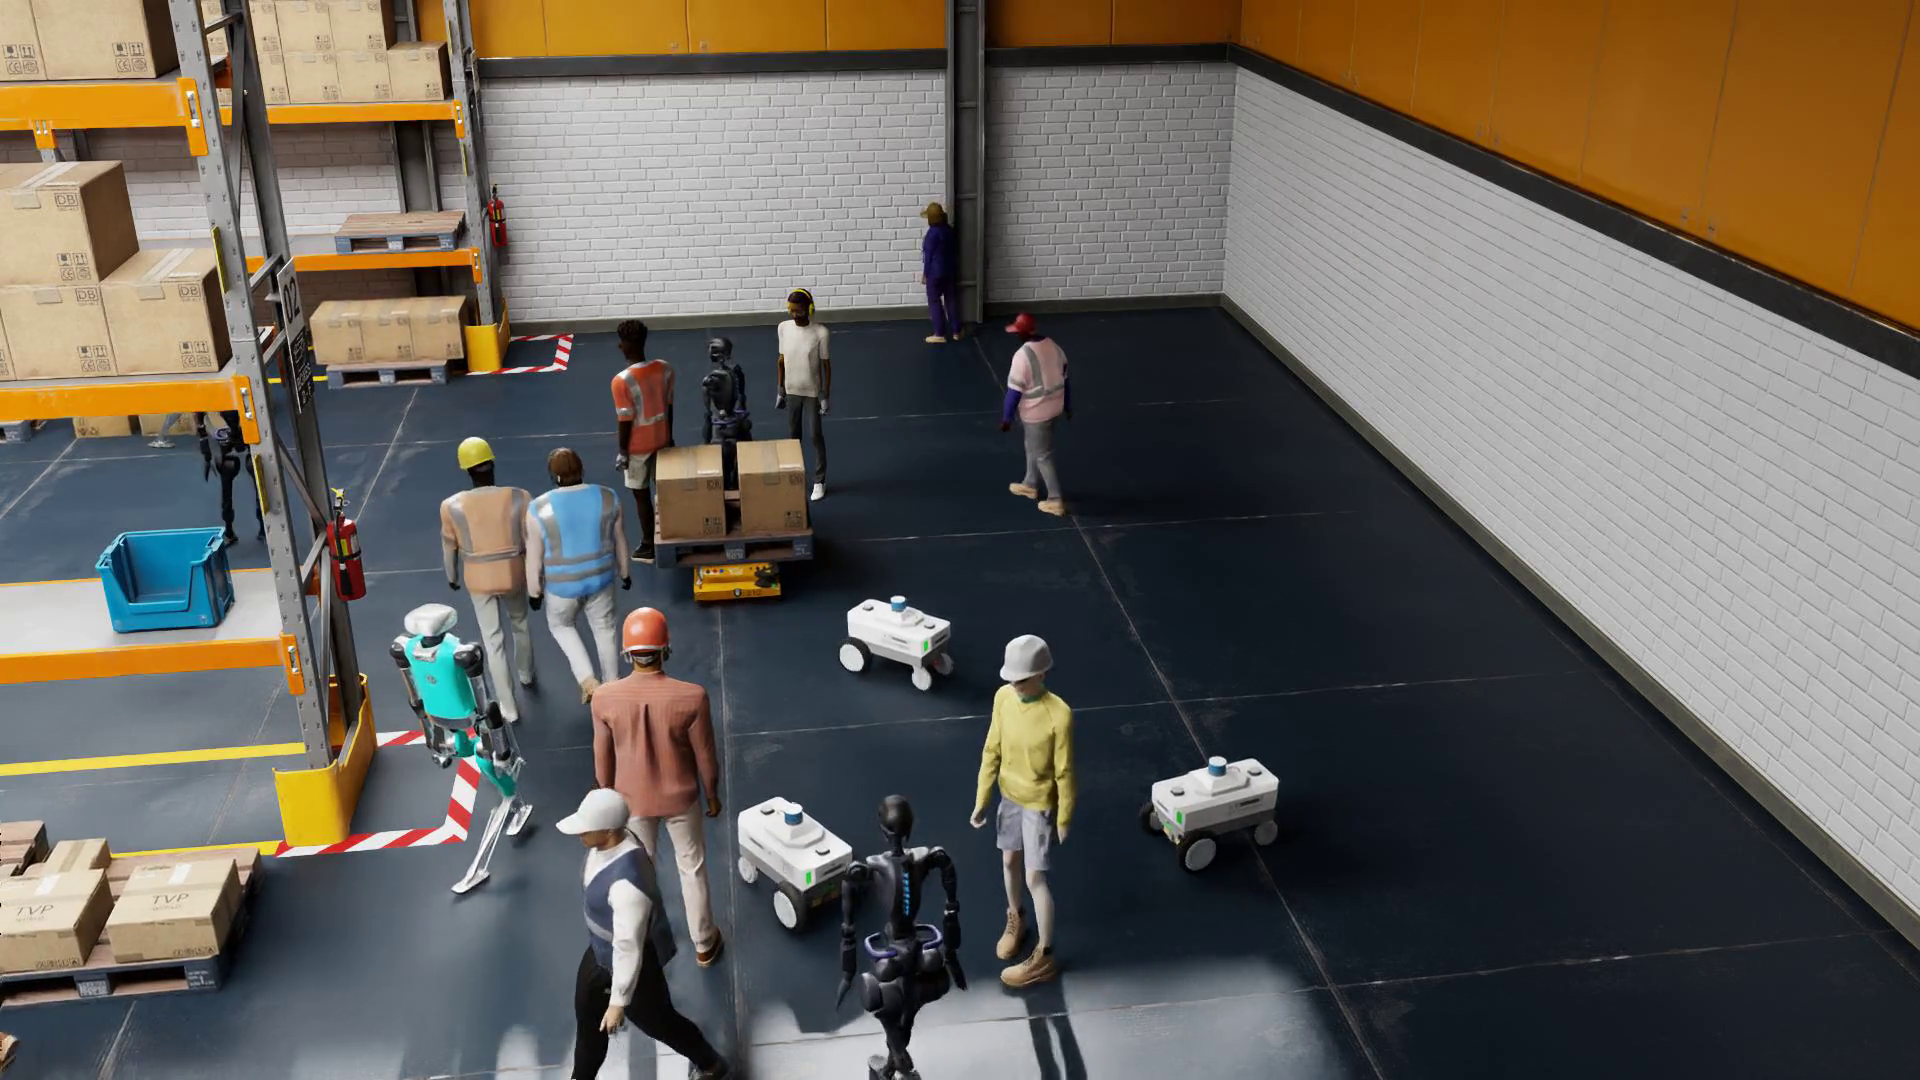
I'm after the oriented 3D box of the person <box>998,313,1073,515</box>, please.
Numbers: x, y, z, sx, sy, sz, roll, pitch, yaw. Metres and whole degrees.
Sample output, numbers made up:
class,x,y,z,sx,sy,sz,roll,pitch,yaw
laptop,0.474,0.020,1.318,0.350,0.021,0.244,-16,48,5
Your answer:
class,x,y,z,sx,sy,sz,roll,pitch,yaw
person,0.634,-1.078,14.057,0.768,1.710,0.629,17,29,34

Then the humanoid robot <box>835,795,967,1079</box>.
class,x,y,z,sx,sy,sz,roll,pitch,yaw
humanoid robot,-0.248,1.910,7.378,0.611,1.627,0.737,-9,25,-19

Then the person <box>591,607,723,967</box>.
class,x,y,z,sx,sy,sz,roll,pitch,yaw
person,-1.514,1.260,8.399,0.621,1.985,0.403,2,24,5

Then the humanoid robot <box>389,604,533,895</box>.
class,x,y,z,sx,sy,sz,roll,pitch,yaw
humanoid robot,-2.627,1.033,9.284,0.553,1.748,0.988,8,25,17

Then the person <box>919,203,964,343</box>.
class,x,y,z,sx,sy,sz,roll,pitch,yaw
person,-0.194,-2.990,18.566,0.323,1.594,0.616,18,30,35

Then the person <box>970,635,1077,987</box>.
class,x,y,z,sx,sy,sz,roll,pitch,yaw
person,0.336,1.324,8.389,0.493,1.872,0.493,22,32,40

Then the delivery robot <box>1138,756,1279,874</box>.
class,x,y,z,sx,sy,sz,roll,pitch,yaw
delivery robot,1.447,1.533,9.557,0.796,0.601,0.499,-10,26,-22

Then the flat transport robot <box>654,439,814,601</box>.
class,x,y,z,sx,sy,sz,roll,pitch,yaw
flat transport robot,-1.788,0.090,13.190,0.659,0.231,1.431,-3,24,-8

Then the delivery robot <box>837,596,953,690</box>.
class,x,y,z,sx,sy,sz,roll,pitch,yaw
delivery robot,-0.449,0.676,11.519,0.788,0.610,0.499,15,28,30

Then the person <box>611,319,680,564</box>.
class,x,y,z,sx,sy,sz,roll,pitch,yaw
person,-2.476,-0.775,13.055,0.365,1.961,0.611,15,28,31

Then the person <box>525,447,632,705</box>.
class,x,y,z,sx,sy,sz,roll,pitch,yaw
person,-2.477,0.272,10.849,0.709,1.816,0.462,-13,27,-26

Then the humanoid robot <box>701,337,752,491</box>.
class,x,y,z,sx,sy,sz,roll,pitch,yaw
humanoid robot,-1.888,-0.848,13.597,0.388,1.650,0.591,12,26,26

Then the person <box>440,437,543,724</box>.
class,x,y,z,sx,sy,sz,roll,pitch,yaw
person,-3.062,0.214,10.903,0.586,1.881,0.864,-10,26,-22

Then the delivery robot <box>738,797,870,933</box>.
class,x,y,z,sx,sy,sz,roll,pitch,yaw
delivery robot,-0.897,1.724,9.102,0.499,0.585,0.784,-19,30,-37

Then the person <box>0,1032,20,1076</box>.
class,x,y,z,sx,sy,sz,roll,pitch,yaw
person,-4.734,1.750,7.282,0.695,1.976,0.628,-3,24,-7

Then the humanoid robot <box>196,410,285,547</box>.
class,x,y,z,sx,sy,sz,roll,pitch,yaw
humanoid robot,-5.754,-0.698,13.253,0.648,1.636,0.408,-8,25,-18

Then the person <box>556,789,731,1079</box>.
class,x,y,z,sx,sy,sz,roll,pitch,yaw
person,-1.499,1.842,7.402,0.918,1.712,0.767,-12,26,-26

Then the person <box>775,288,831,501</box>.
class,x,y,z,sx,sy,sz,roll,pitch,yaw
person,-1.348,-1.246,14.253,0.506,1.864,0.329,8,25,17

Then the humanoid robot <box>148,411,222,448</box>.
class,x,y,z,sx,sy,sz,roll,pitch,yaw
humanoid robot,-7.265,-1.635,15.355,0.896,1.819,0.557,4,24,9
